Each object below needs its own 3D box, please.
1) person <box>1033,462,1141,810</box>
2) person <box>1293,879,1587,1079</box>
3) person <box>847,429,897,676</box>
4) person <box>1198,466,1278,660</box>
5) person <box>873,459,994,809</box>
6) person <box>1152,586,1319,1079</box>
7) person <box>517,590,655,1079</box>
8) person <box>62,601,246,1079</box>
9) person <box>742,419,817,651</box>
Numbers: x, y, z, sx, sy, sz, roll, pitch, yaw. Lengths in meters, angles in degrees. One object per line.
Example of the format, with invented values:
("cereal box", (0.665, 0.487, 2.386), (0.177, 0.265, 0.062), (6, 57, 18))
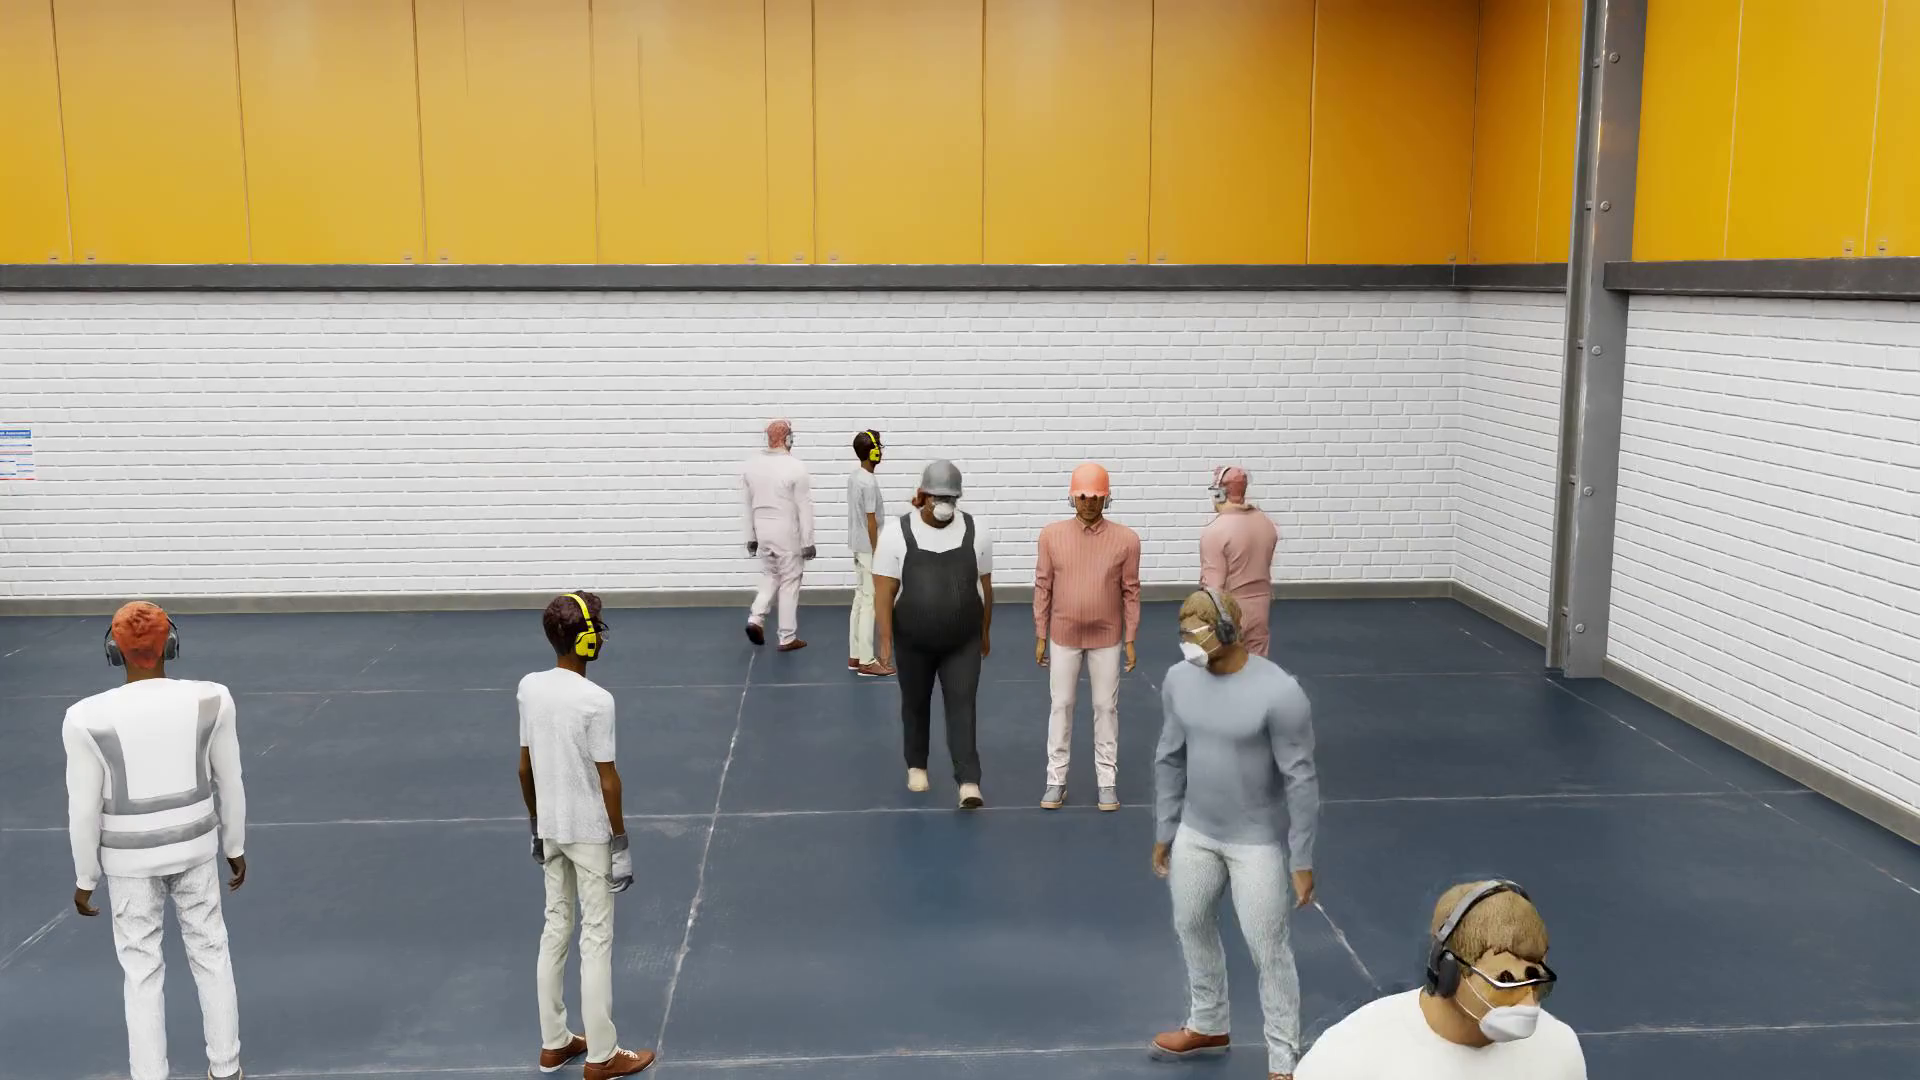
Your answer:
("person", (0.715, 0.544, 9.442), (0.608, 1.995, 0.378), (1, 9, 7))
("person", (0.932, 1.569, 3.246), (0.641, 1.918, 0.486), (-3, 10, -20))
("person", (-0.687, 0.093, 12.652), (0.316, 1.874, 0.532), (-3, 10, -19))
("person", (1.617, 0.489, 10.160), (0.658, 1.886, 0.724), (-7, 11, -36))
("person", (-0.129, 0.519, 9.461), (0.706, 2.000, 1.019), (-1, 9, -5))
("person", (1.018, 1.118, 6.158), (0.403, 1.904, 0.699), (-9, 13, -44))
("person", (-1.430, 1.113, 6.267), (0.516, 1.872, 0.327), (6, 11, 32))
("person", (-2.876, 1.148, 5.995), (0.584, 1.882, 0.337), (-7, 11, -38))
("person", (-1.441, -0.030, 13.384), (0.646, 1.893, 0.447), (6, 11, 34))
